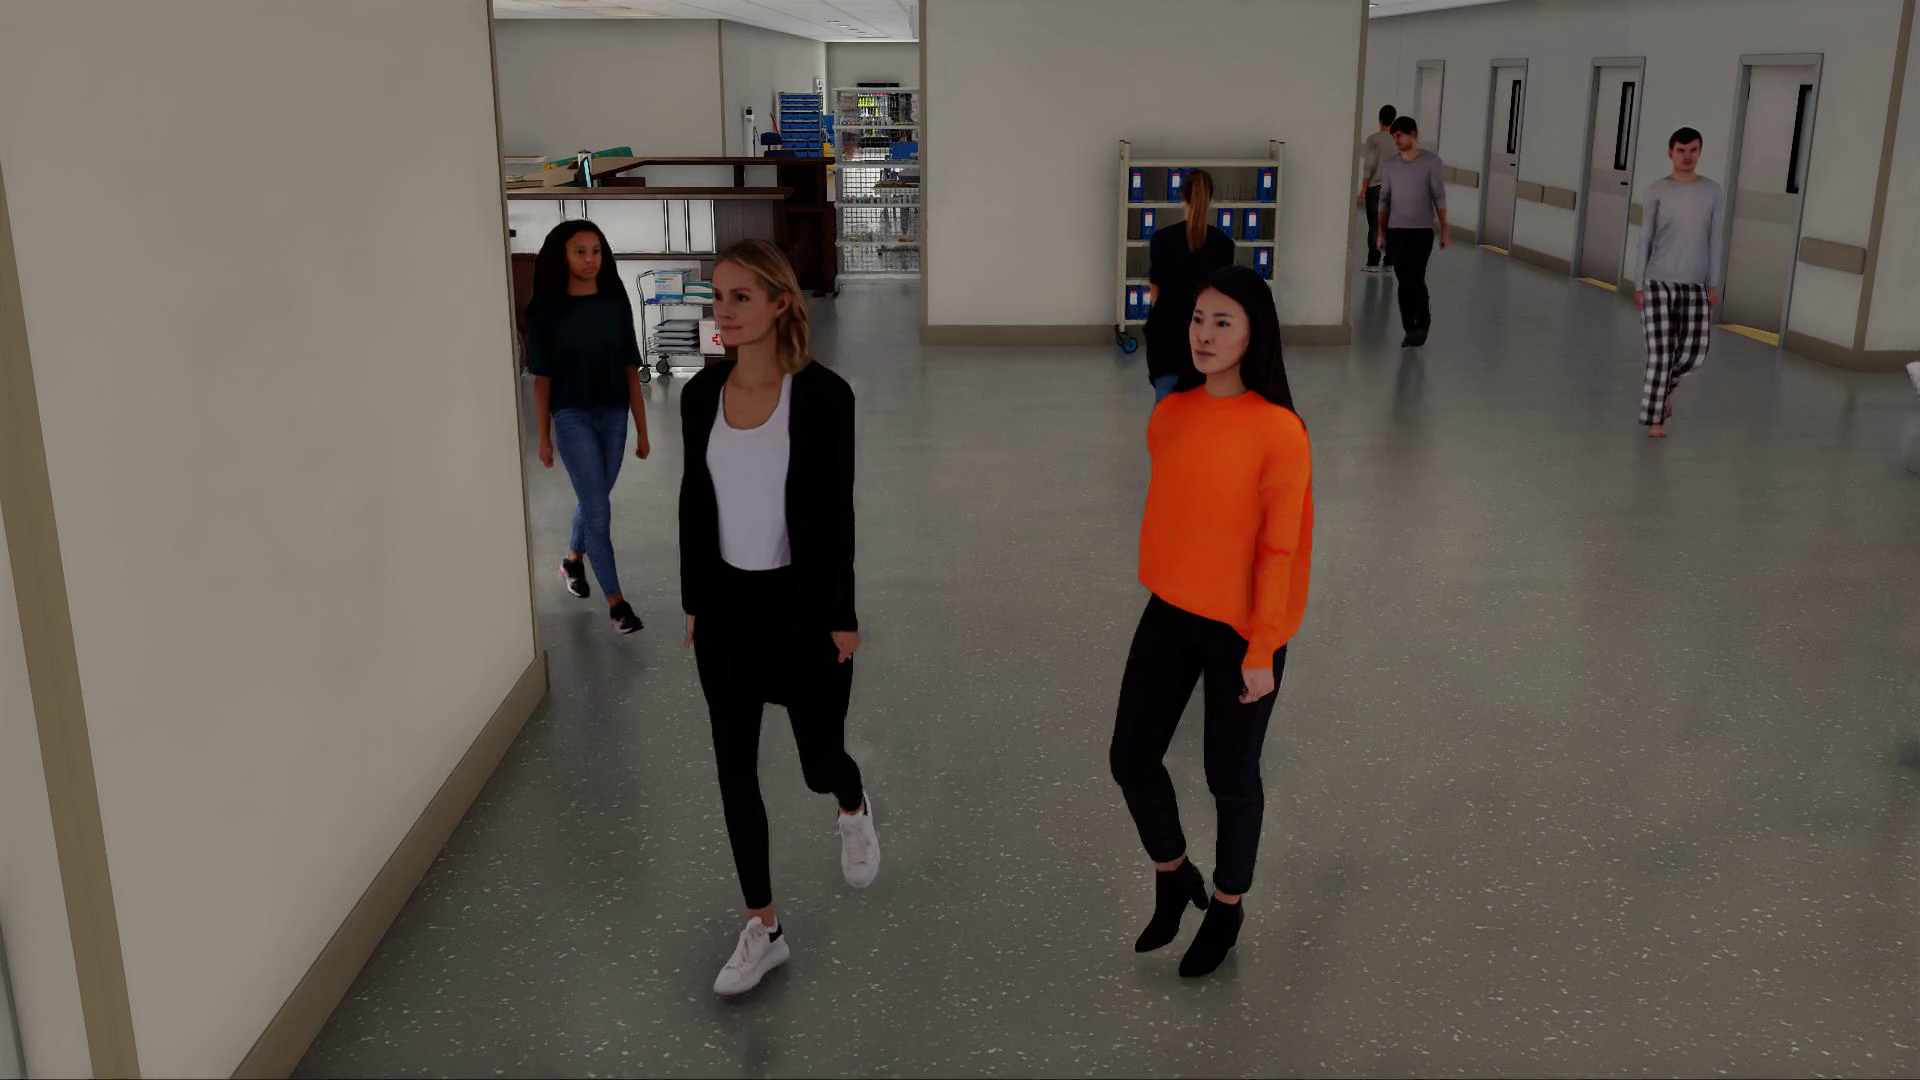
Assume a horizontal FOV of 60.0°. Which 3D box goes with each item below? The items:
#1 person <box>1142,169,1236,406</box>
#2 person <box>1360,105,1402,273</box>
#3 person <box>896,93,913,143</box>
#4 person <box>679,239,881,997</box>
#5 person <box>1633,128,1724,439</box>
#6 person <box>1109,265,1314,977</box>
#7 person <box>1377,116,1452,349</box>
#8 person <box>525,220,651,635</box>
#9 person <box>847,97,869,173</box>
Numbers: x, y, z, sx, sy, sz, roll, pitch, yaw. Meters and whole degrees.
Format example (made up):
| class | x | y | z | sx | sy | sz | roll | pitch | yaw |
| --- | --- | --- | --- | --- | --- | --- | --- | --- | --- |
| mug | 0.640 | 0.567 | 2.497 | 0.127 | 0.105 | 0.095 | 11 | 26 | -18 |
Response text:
| class | x | y | z | sx | sy | sz | roll | pitch | yaw |
| --- | --- | --- | --- | --- | --- | --- | --- | --- | --- |
| person | 1.195 | -1.073 | 8.686 | 0.853 | 1.674 | 0.770 | 2 | 16 | 8 |
| person | 4.703 | -3.901 | 18.463 | 0.563 | 1.812 | 0.758 | -3 | 16 | -12 |
| person | -1.275 | -10.376 | 41.672 | 0.950 | 1.681 | 0.879 | -12 | 19 | -35 |
| person | -0.413 | 0.180 | 4.028 | 0.928 | 1.791 | 0.859 | 5 | 17 | 18 |
| person | 4.331 | -1.559 | 10.117 | 0.744 | 1.833 | 0.760 | 2 | 16 | 8 |
| person | 0.660 | 0.217 | 3.994 | 0.720 | 1.737 | 0.787 | 14 | 21 | 41 |
| person | 3.647 | -2.453 | 13.330 | 0.817 | 1.810 | 0.915 | 9 | 18 | 30 |
| person | -1.508 | -0.455 | 6.676 | 1.106 | 1.575 | 1.047 | -10 | 19 | -33 |
| person | -2.287 | -8.974 | 36.825 | 0.573 | 1.612 | 0.693 | -3 | 16 | -11 |
